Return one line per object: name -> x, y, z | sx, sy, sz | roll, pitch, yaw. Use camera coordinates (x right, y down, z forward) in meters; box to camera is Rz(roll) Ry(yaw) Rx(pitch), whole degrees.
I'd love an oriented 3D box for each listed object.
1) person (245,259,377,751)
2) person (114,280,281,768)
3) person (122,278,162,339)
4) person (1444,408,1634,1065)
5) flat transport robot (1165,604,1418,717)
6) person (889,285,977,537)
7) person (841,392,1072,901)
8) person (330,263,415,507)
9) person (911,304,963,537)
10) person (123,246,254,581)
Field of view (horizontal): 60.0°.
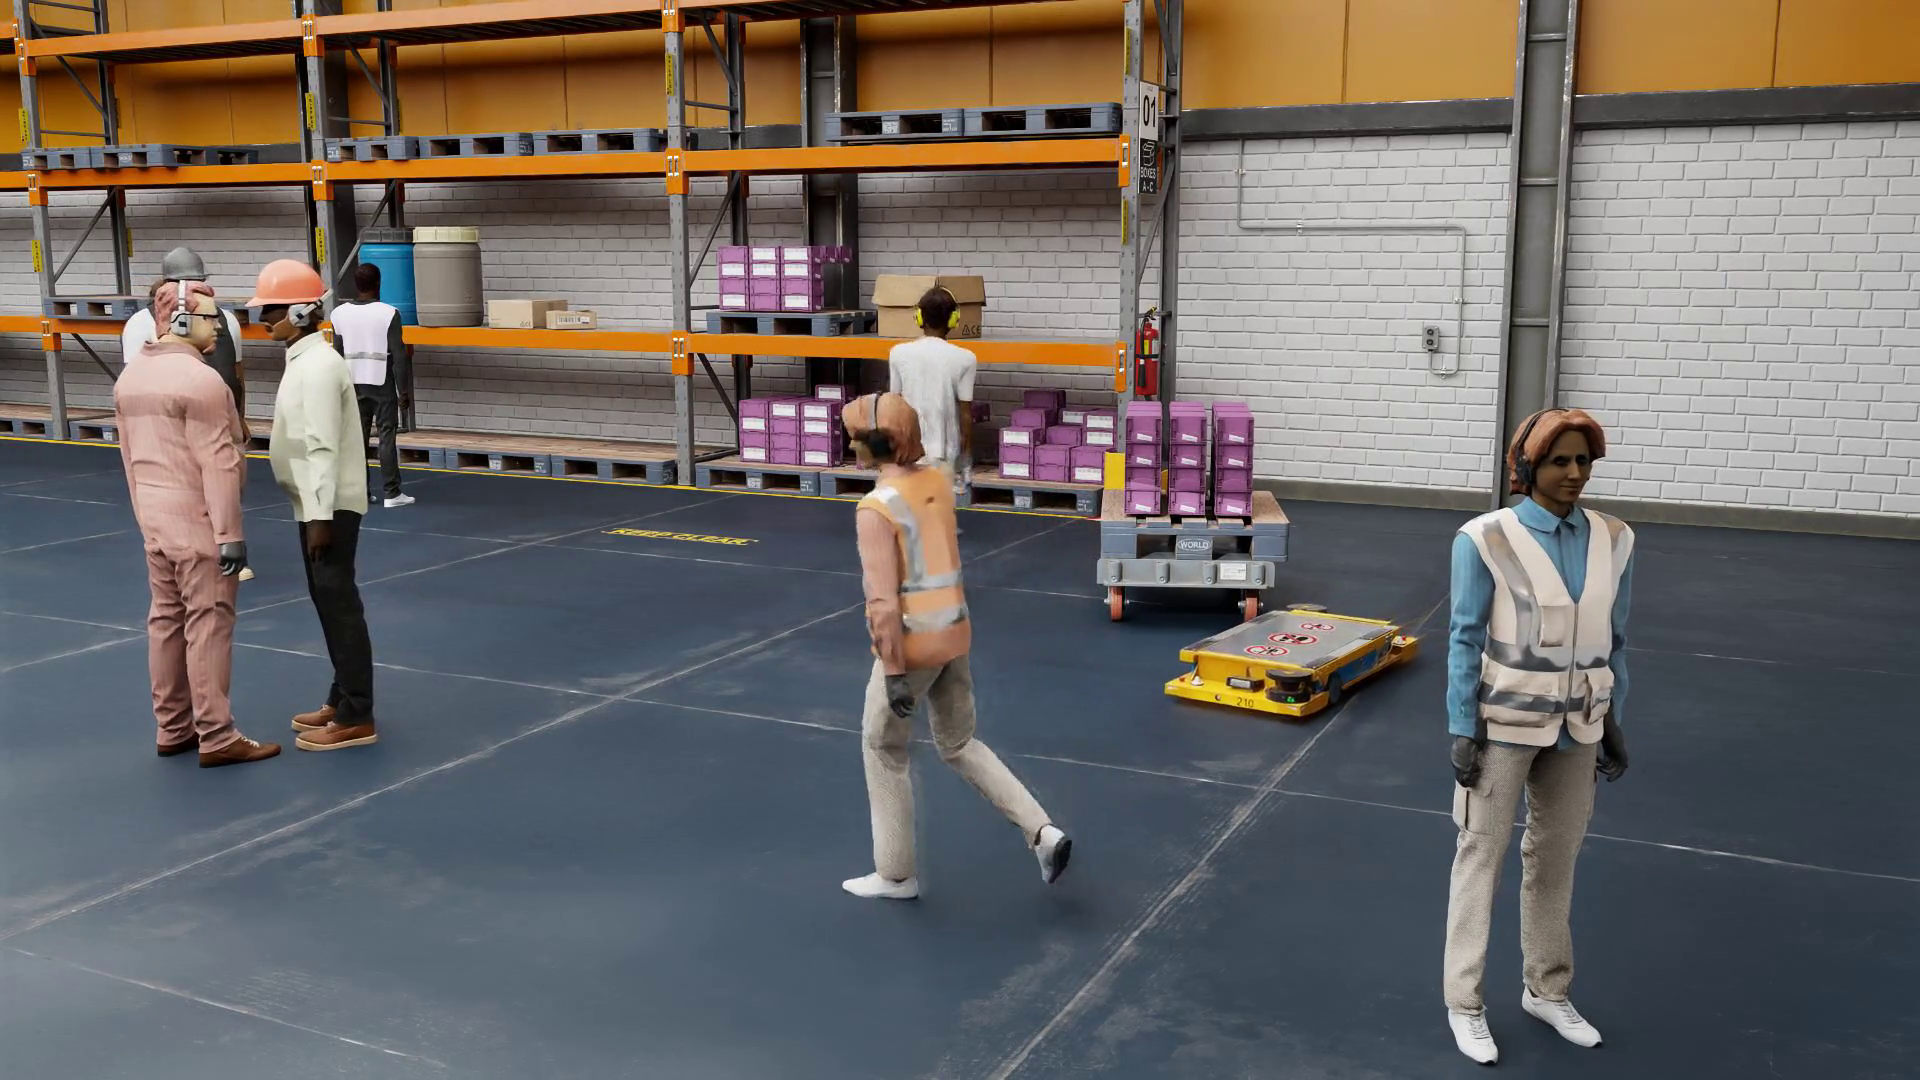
person -> -2.635, -0.138, 6.786 | 0.412, 1.986, 0.607 | -5, 11, -28
person -> -3.007, -0.063, 6.566 | 0.645, 1.903, 0.400 | 7, 12, 36
person -> -5.930, -1.061, 12.523 | 0.631, 1.822, 0.733 | -8, 13, -40
person -> 1.444, 0.485, 4.183 | 0.514, 1.641, 0.307 | -3, 10, -17
flat transport robot -> 1.584, 0.538, 7.792 | 0.652, 0.197, 1.431 | 7, 12, 34
person -> -0.175, -0.460, 9.049 | 0.531, 1.840, 0.893 | 1, 10, 6
person -> -0.026, 0.351, 5.039 | 0.662, 1.601, 0.533 | 6, 11, 29
person -> -4.626, -1.210, 13.090 | 0.597, 1.916, 0.379 | 2, 10, 10
person -> -0.202, -0.859, 11.715 | 0.318, 1.697, 0.535 | -7, 12, -33
person -> -4.583, -0.732, 10.000 | 0.539, 2.000, 0.688 | 9, 13, 42
